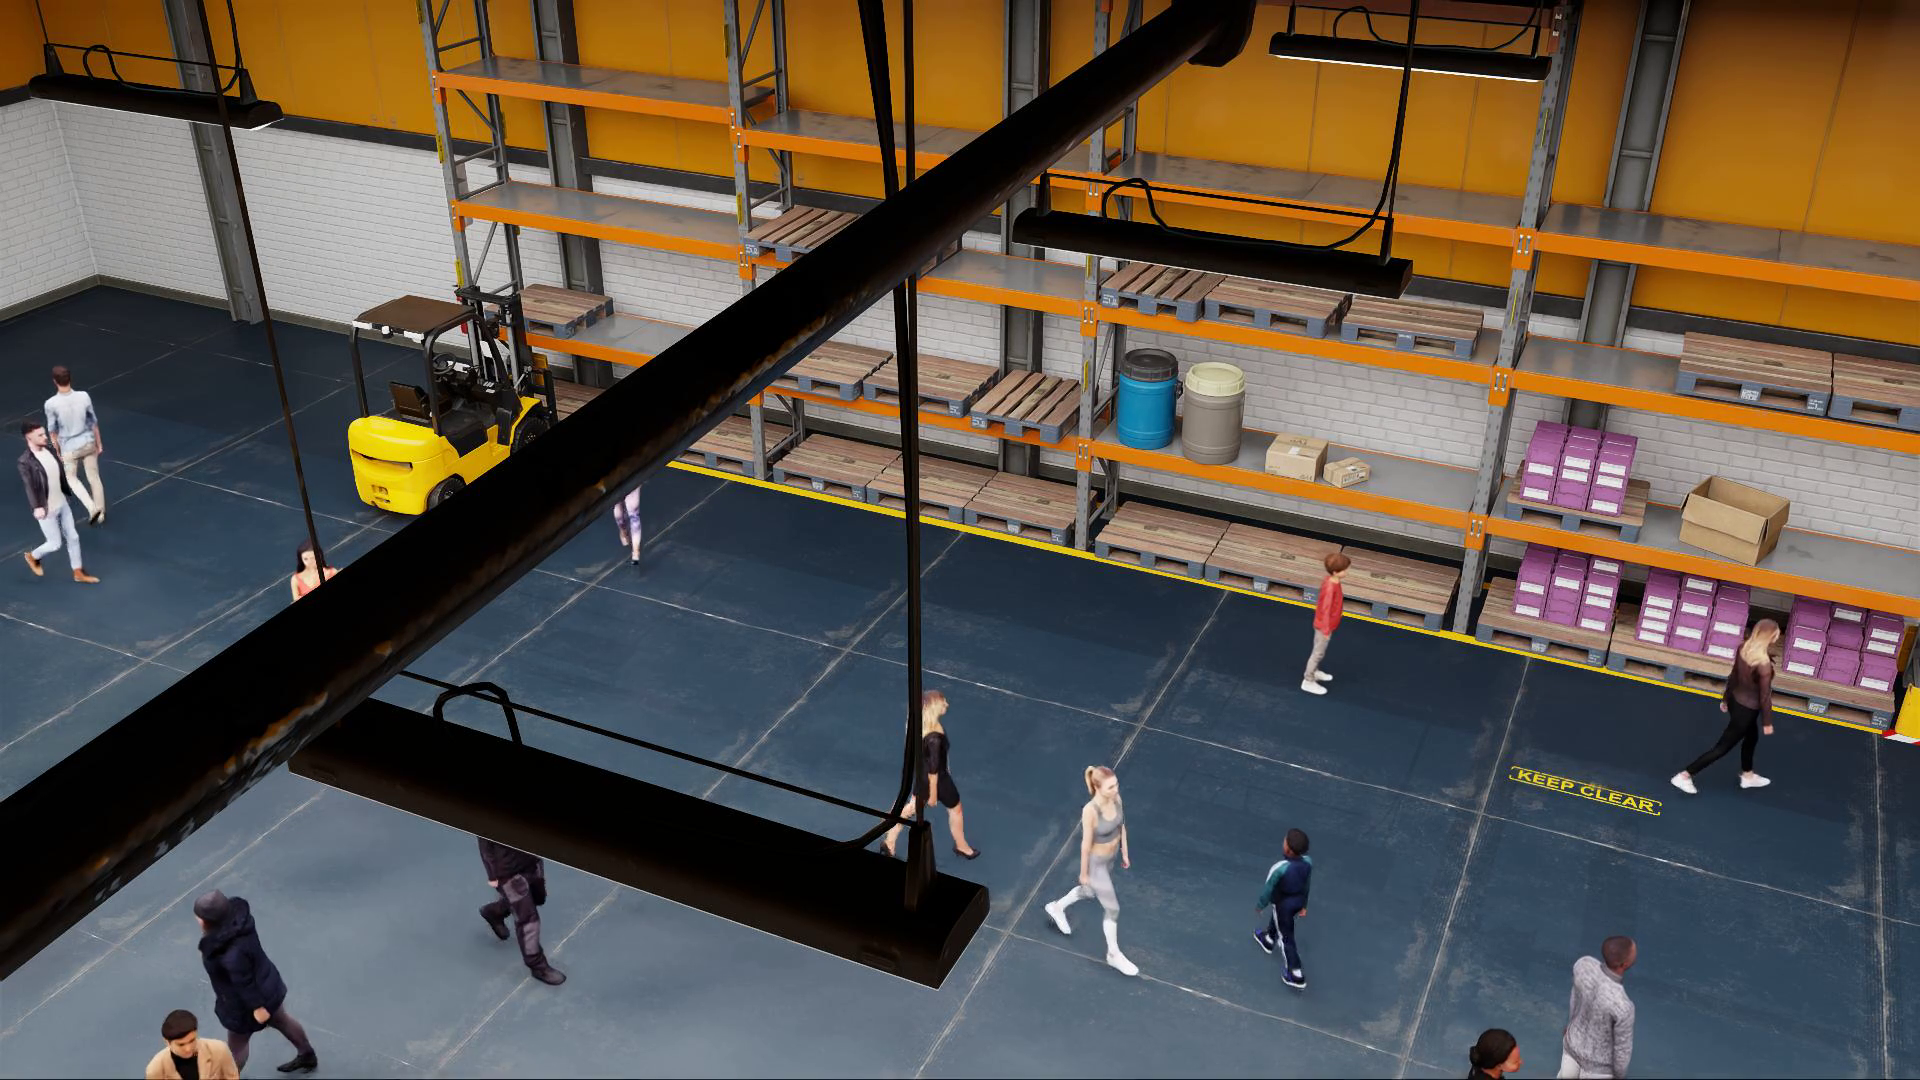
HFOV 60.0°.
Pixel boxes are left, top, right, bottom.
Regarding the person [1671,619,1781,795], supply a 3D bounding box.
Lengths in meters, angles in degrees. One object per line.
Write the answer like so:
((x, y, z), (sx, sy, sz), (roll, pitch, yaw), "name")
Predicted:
((6.375, 1.423, 13.707), (1.192, 1.667, 0.900), (1, 29, 2), "person")

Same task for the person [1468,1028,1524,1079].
((2.974, 3.528, 9.870), (1.022, 1.645, 0.720), (7, 29, 12), "person")

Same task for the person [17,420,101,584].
((-9.257, -0.351, 16.803), (0.996, 1.816, 0.781), (6, 29, 11), "person")

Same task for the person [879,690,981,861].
((-0.294, 1.873, 12.911), (1.076, 1.638, 0.983), (-8, 30, -15), "person")

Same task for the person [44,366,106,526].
((-9.477, -0.971, 17.916), (0.812, 1.839, 0.894), (-25, 37, -38), "person")

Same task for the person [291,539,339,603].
((-5.667, 0.773, 14.844), (0.676, 1.718, 0.717), (-13, 31, -22), "person")

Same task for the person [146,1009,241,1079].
((-4.532, 3.430, 10.011), (1.060, 1.683, 1.209), (-14, 32, -24), "person")

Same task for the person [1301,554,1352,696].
((3.333, 0.745, 15.215), (0.512, 1.412, 0.527), (11, 30, 19), "person")

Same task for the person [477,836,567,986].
((-3.217, 2.296, 11.872), (1.058, 1.891, 0.682), (13, 31, 22), "person")

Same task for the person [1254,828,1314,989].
((2.369, 2.641, 11.925), (0.821, 1.234, 0.956), (-15, 32, -25), "person")

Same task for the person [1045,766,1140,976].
((0.950, 2.315, 12.071), (1.152, 1.667, 0.758), (20, 35, 33), "person")

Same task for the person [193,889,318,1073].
((-4.581, 2.950, 10.936), (1.123, 1.639, 1.053), (-9, 30, -16), "person")

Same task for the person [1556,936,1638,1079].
((3.897, 3.171, 10.325), (0.788, 1.836, 0.719), (-11, 30, -19), "person")
